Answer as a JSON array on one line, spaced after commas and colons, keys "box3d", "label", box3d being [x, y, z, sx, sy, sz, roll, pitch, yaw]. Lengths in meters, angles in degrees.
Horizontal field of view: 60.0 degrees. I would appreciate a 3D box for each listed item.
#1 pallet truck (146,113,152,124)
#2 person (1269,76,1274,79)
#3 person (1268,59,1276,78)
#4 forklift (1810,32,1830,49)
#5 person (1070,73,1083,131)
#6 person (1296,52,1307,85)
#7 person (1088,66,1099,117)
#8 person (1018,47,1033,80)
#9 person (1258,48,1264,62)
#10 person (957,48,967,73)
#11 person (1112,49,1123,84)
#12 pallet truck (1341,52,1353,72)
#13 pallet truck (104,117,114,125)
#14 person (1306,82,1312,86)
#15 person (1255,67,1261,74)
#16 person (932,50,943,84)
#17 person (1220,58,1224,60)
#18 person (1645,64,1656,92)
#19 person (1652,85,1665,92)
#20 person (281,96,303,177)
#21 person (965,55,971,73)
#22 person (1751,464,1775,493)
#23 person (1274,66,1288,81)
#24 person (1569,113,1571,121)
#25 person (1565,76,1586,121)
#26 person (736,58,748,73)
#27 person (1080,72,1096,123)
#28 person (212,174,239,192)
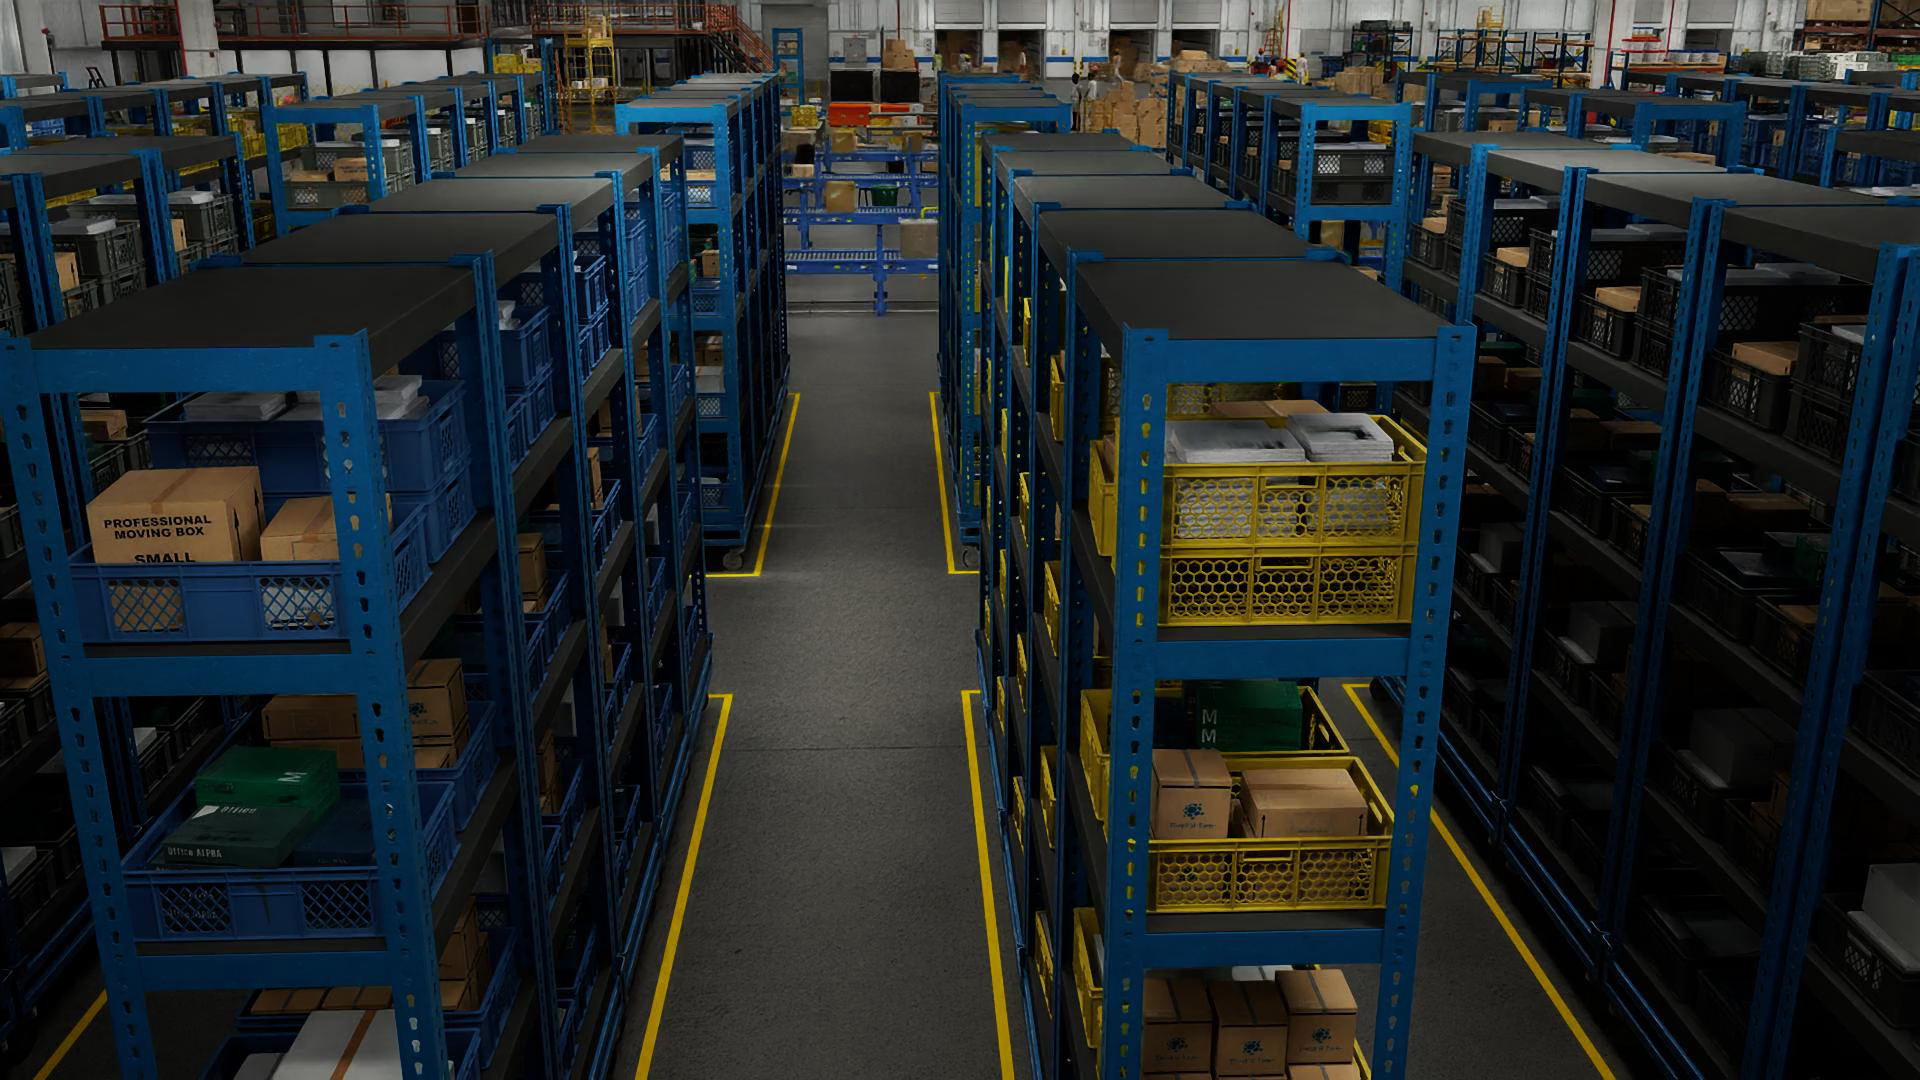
[{"box3d": [-18.087, -8.309, 36.390, 1.885, 1.965, 0.823, -1, 18, -4], "label": "pallet truck"}, {"box3d": [11.183, -15.942, 60.411, 0.800, 1.733, 0.547, 14, 22, 36], "label": "person"}, {"box3d": [15.104, -22.397, 80.483, 0.535, 1.694, 0.321, -16, 24, -41], "label": "person"}, {"box3d": [45.954, -25.830, 89.194, 1.129, 2.768, 1.873, -1, 18, -2], "label": "forklift"}, {"box3d": [4.015, -15.190, 57.732, 0.367, 1.967, 0.603, -8, 20, -23], "label": "person"}, {"box3d": [17.069, -23.377, 83.114, 0.372, 1.940, 0.630, -17, 24, -42], "label": "person"}, {"box3d": [5.259, -17.548, 65.079, 0.363, 1.934, 0.553, -14, 22, -36], "label": "person"}, {"box3d": [3.576, -26.698, 93.399, 1.045, 1.938, 0.631, 3, 18, 8], "label": "person"}, {"box3d": [16.314, -25.725, 90.378, 0.360, 1.936, 0.552, 0, 18, -1], "label": "person"}, {"box3d": [0.124, -26.220, 91.984, 0.993, 1.895, 0.630, 13, 22, 35], "label": "person"}, {"box3d": [8.642, -25.894, 90.967, 0.750, 1.903, 0.590, 14, 23, 37], "label": "person"}, {"box3d": [18.794, -23.123, 82.231, 0.823, 1.965, 1.885, -13, 22, -35], "label": "pallet truck"}, {"box3d": [-18.367, -7.885, 35.078, 1.885, 1.965, 0.823, 1, 18, 2], "label": "pallet truck"}, {"box3d": [11.906, -14.860, 57.151, 0.320, 1.692, 0.534, 6, 19, 19], "label": "person"}, {"box3d": [12.021, -18.195, 67.247, 0.513, 1.836, 0.851, 12, 21, 32], "label": "person"}, {"box3d": [-1.246, -25.980, 91.334, 0.621, 1.838, 0.429, -7, 19, -22], "label": "person"}, {"box3d": [12.066, -21.329, 76.948, 0.626, 1.841, 0.429, -3, 18, -10], "label": "person"}, {"box3d": [30.785, -20.419, 74.066, 0.574, 1.876, 0.355, -7, 19, -20], "label": "person"}, {"box3d": [26.783, -17.063, 63.601, 0.595, 1.921, 0.386, 7, 19, 20], "label": "person"}, {"box3d": [-17.130, -10.316, 42.566, 0.778, 2.015, 0.610, -7, 19, -19], "label": "person"}, {"box3d": [0.391, -23.638, 84.232, 0.297, 1.744, 0.487, -10, 20, -28], "label": "person"}, {"box3d": [6.688, -0.820, 13.338, 0.620, 1.918, 0.491, -9, 20, -25], "label": "person"}, {"box3d": [13.059, -18.290, 67.543, 0.621, 1.848, 1.077, -2, 18, -5], "label": "person"}, {"box3d": [20.020, -13.819, 54.062, 0.606, 1.614, 0.504, 15, 23, 39], "label": "person"}, {"box3d": [20.354, -14.343, 54.991, 0.768, 2.000, 0.534, -8, 20, -25], "label": "person"}, {"box3d": [-10.345, -22.019, 79.051, 0.601, 1.838, 0.939, -5, 19, -16], "label": "person"}, {"box3d": [4.762, -16.361, 61.594, 0.945, 1.822, 0.525, 6, 19, 18], "label": "person"}, {"box3d": [-17.233, -9.044, 38.867, 0.900, 1.875, 0.653, 12, 21, 33], "label": "person"}]
